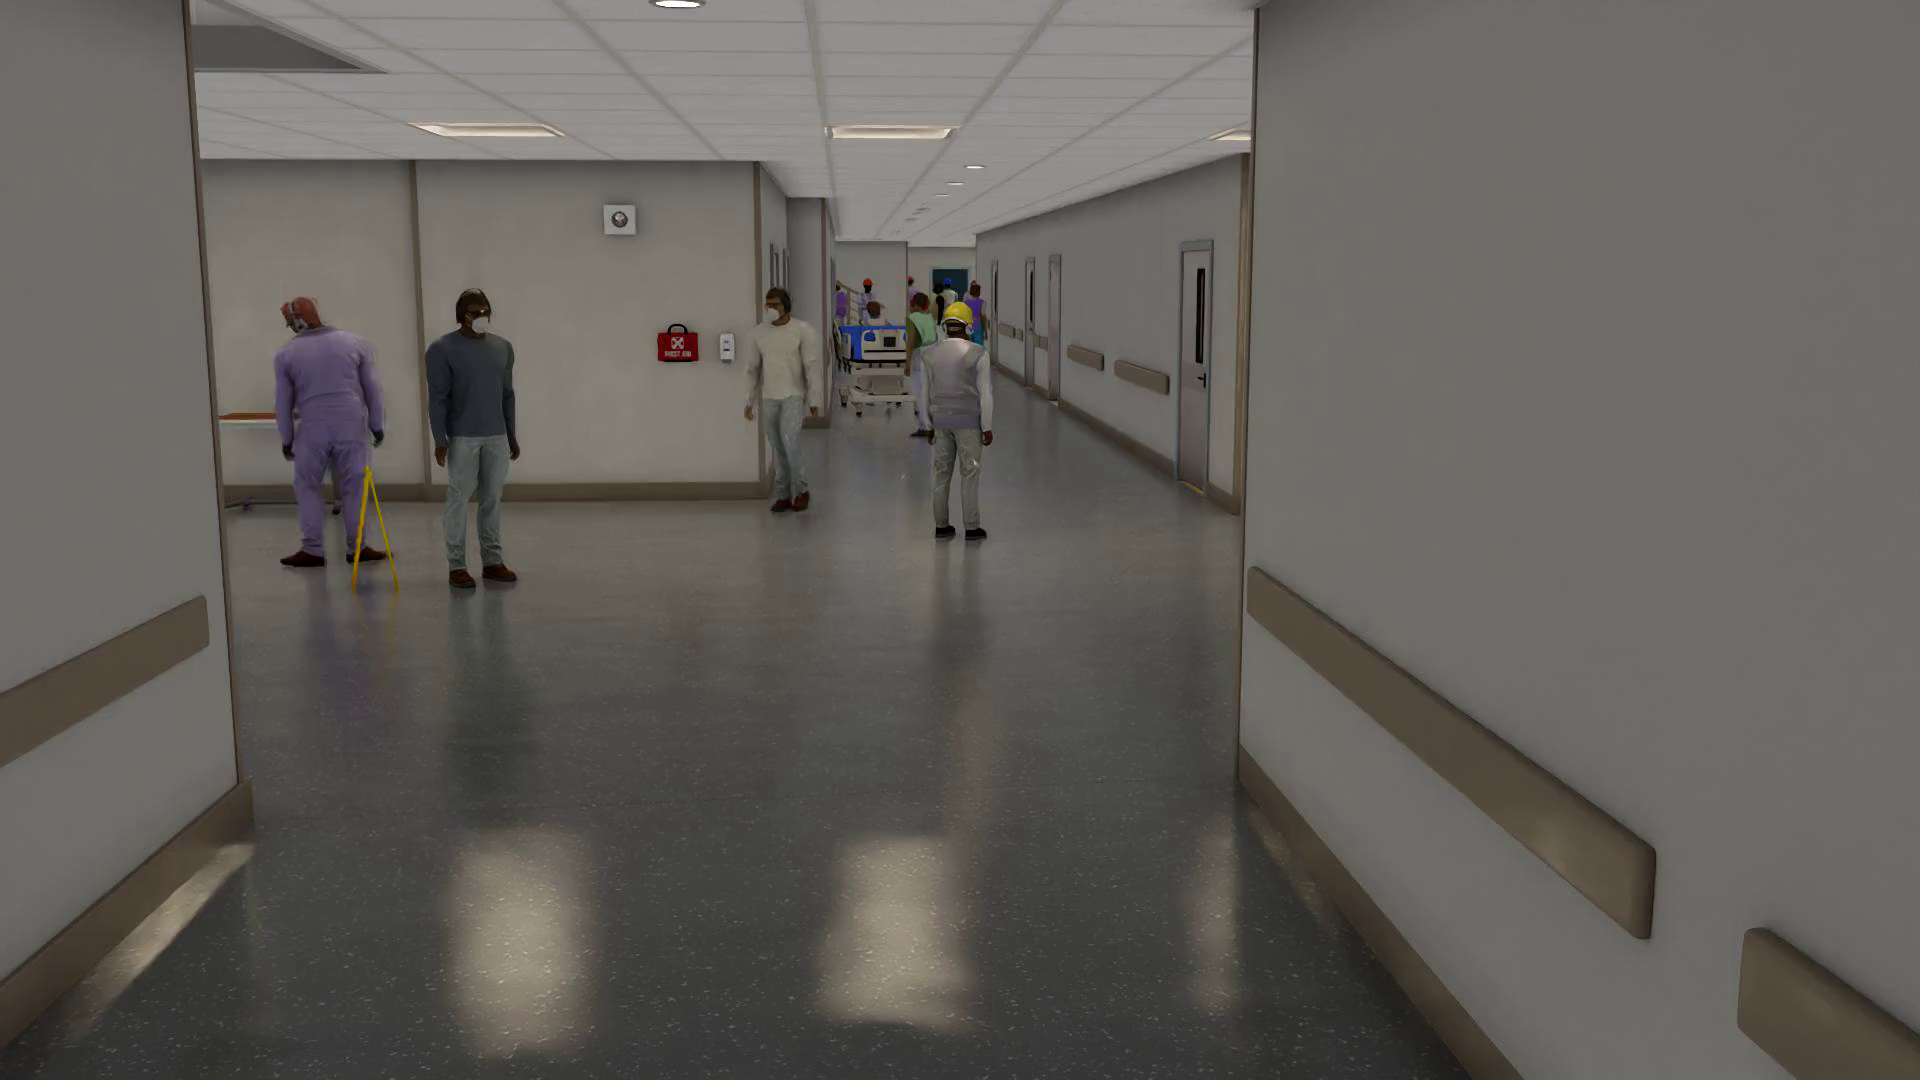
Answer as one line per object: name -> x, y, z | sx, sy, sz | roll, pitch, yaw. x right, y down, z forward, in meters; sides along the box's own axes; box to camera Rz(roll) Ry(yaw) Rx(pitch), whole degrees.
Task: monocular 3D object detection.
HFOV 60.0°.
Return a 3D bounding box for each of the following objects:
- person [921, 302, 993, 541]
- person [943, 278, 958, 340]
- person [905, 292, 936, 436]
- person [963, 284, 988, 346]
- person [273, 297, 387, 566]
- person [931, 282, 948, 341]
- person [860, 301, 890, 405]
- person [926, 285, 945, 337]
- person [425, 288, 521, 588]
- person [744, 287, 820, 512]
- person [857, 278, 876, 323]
person -> -0.011, -0.904, 12.729 | 0.590, 1.824, 0.403 | 5, 10, 27
person -> -0.332, -6.191, 45.578 | 0.599, 1.939, 0.421 | -6, 11, -31
person -> -0.481, -2.220, 21.050 | 0.423, 1.806, 0.662 | 5, 10, 28
person -> 0.282, -4.075, 32.547 | 0.564, 1.847, 0.388 | 6, 11, 32
person -> -4.415, -0.756, 11.656 | 0.730, 1.875, 0.394 | -4, 10, -24
person -> -0.520, -5.568, 41.946 | 0.429, 1.841, 0.633 | 0, 9, 3
person -> -1.294, -2.874, 25.681 | 0.528, 1.620, 0.582 | -4, 10, -21
person -> -0.650, -6.410, 47.404 | 0.601, 1.786, 0.604 | 6, 11, 33
person -> -3.160, -0.664, 10.852 | 0.355, 1.936, 0.635 | 8, 12, 41
person -> -1.512, -1.179, 14.146 | 0.648, 1.923, 0.462 | 4, 10, 24
person -> -2.298, -5.549, 41.505 | 0.545, 1.942, 0.354 | -8, 12, -41
